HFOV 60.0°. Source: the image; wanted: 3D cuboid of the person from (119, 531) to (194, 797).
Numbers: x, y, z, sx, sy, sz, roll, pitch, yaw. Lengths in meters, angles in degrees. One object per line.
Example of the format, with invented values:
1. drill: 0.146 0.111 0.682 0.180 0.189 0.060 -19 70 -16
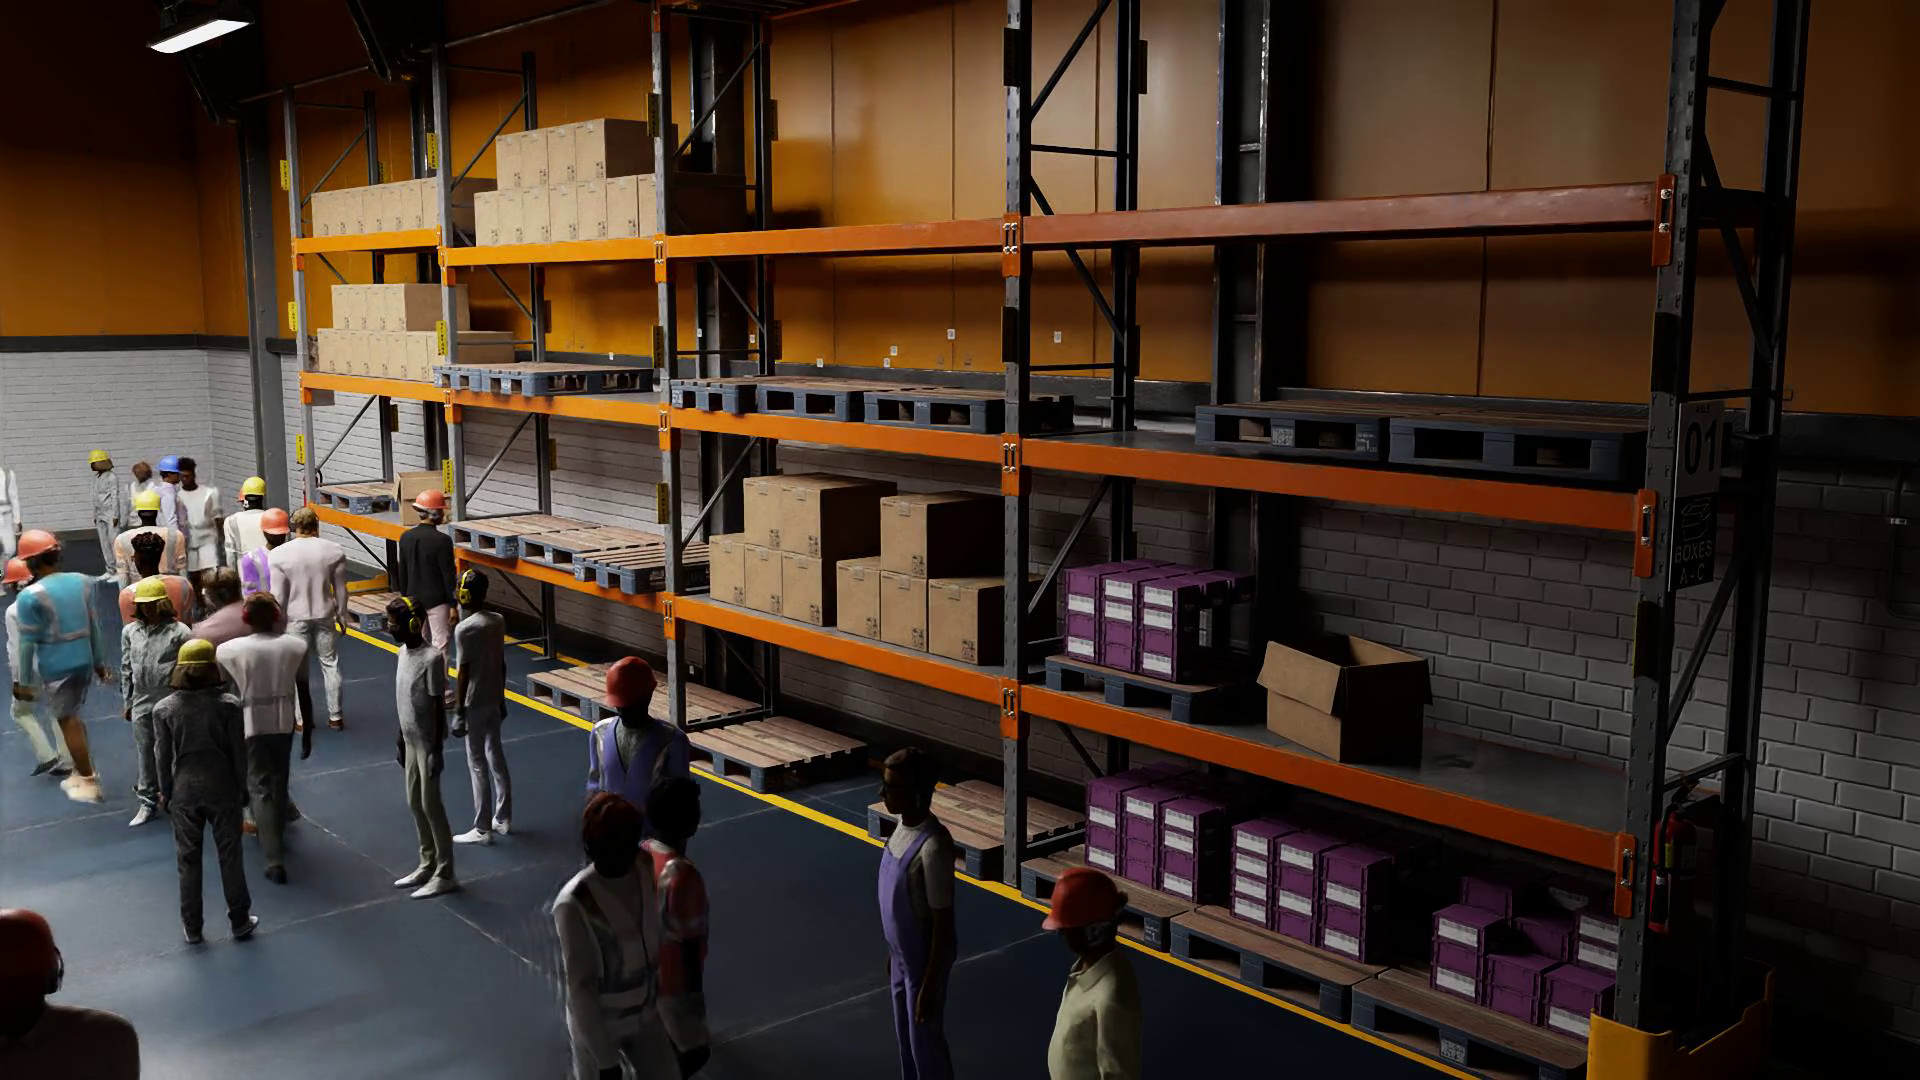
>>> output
1. person: -5.925 0.909 12.282 0.366 1.967 0.603 4 9 23

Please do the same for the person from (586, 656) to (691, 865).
1. person: -1.598 1.514 8.210 0.542 1.930 0.366 2 8 14

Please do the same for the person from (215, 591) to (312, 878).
1. person: -4.480 1.224 10.698 0.594 1.793 0.964 -5 10 -33

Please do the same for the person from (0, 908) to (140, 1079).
1. person: -2.624 1.990 4.717 0.620 1.986 0.409 -4 9 -24

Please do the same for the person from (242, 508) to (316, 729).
1. person: -5.731 0.680 14.037 0.550 1.925 0.392 -7 11 -42

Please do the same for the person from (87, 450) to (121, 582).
1. person: -11.116 -0.315 21.618 0.492 1.730 0.323 5 9 30

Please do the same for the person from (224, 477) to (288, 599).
1. person: -6.890 0.342 16.358 0.584 1.928 0.372 -2 9 -16

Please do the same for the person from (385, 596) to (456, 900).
1. person: -3.334 1.261 10.240 0.346 1.856 0.523 -8 11 -44

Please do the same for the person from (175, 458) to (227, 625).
1. person: -8.503 0.040 18.471 0.622 1.916 0.920 -2 8 -14

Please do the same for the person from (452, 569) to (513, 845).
1. person: -3.238 1.119 11.206 0.315 1.861 0.515 2 9 17

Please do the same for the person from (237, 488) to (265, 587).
1. person: -7.372 0.283 17.420 0.352 1.741 0.575 2 8 15

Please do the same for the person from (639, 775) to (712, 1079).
1. person: -1.265 1.819 6.960 0.532 1.679 0.535 -5 10 -31

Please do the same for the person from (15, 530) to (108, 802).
1. person: -6.553 0.921 12.040 0.671 2.010 0.638 3 9 18

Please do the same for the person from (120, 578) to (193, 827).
1. person: -5.573 1.124 11.566 0.486 1.744 0.294 -1 8 -7

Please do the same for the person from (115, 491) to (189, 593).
1. person: -7.347 0.514 15.166 0.587 1.928 0.362 -4 9 -27

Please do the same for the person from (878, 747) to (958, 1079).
1. person: -0.189 1.751 6.848 0.345 1.847 0.504 -3 9 -19

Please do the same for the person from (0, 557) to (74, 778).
1. person: -6.990 0.978 12.630 0.427 1.724 0.618 3 9 20

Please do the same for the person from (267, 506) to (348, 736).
1. person: -5.471 0.676 14.000 0.635 1.937 0.353 -6 10 -37

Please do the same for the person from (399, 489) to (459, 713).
1. person: -4.676 0.543 14.735 0.616 1.990 0.393 4 9 28

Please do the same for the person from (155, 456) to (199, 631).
1. person: -8.704 0.039 18.399 0.389 1.947 0.602 -5 10 -32

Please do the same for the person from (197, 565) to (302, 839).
1. person: -4.817 1.098 11.212 0.385 1.909 0.683 4 9 26

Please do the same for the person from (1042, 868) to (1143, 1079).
1. person: 0.449 1.964 5.720 0.339 1.742 0.560 0 8 -3

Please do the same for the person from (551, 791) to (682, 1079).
1. person: -1.201 1.836 6.283 0.924 1.840 0.623 4 9 24

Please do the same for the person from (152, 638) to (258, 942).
1. person: -4.314 1.424 9.512 0.483 1.734 0.319 -2 8 -13

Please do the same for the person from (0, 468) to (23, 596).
1. person: -11.943 -0.236 20.569 0.608 1.873 0.450 -7 11 -40

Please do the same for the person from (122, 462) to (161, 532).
1. person: -10.447 -0.216 21.401 0.531 1.601 0.846 1 8 5
